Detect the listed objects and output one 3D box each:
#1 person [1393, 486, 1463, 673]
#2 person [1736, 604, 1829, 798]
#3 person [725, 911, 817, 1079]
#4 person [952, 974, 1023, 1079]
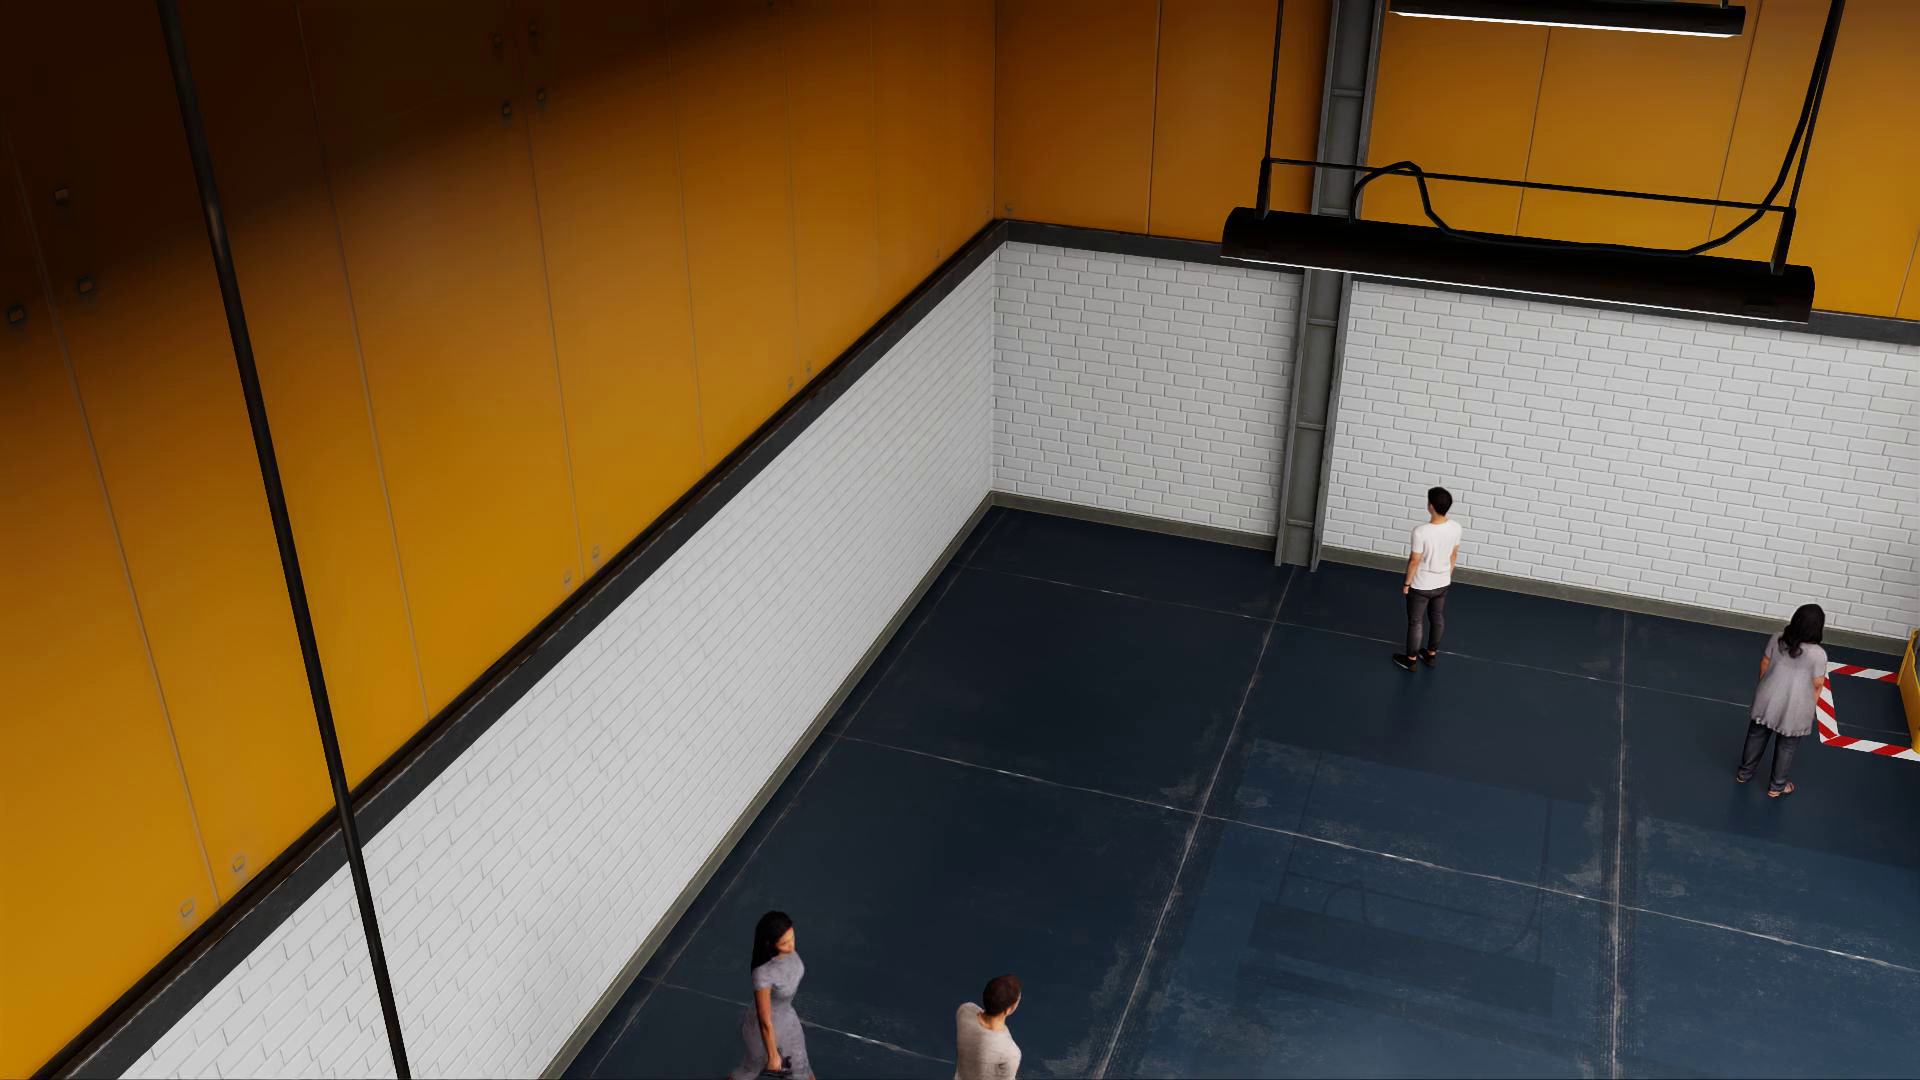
[{"bbox_3d":[3.983,0.326,14.110,0.682,1.721,0.762,-10,30,-17],"label":"person"},{"bbox_3d":[6.262,1.199,12.624,0.814,1.610,0.739,-22,36,-35],"label":"person"},{"bbox_3d":[-1.186,2.808,9.553,1.121,1.726,0.630,6,29,12],"label":"person"},{"bbox_3d":[0.036,3.117,8.915,1.237,1.794,0.968,19,34,31],"label":"person"}]
